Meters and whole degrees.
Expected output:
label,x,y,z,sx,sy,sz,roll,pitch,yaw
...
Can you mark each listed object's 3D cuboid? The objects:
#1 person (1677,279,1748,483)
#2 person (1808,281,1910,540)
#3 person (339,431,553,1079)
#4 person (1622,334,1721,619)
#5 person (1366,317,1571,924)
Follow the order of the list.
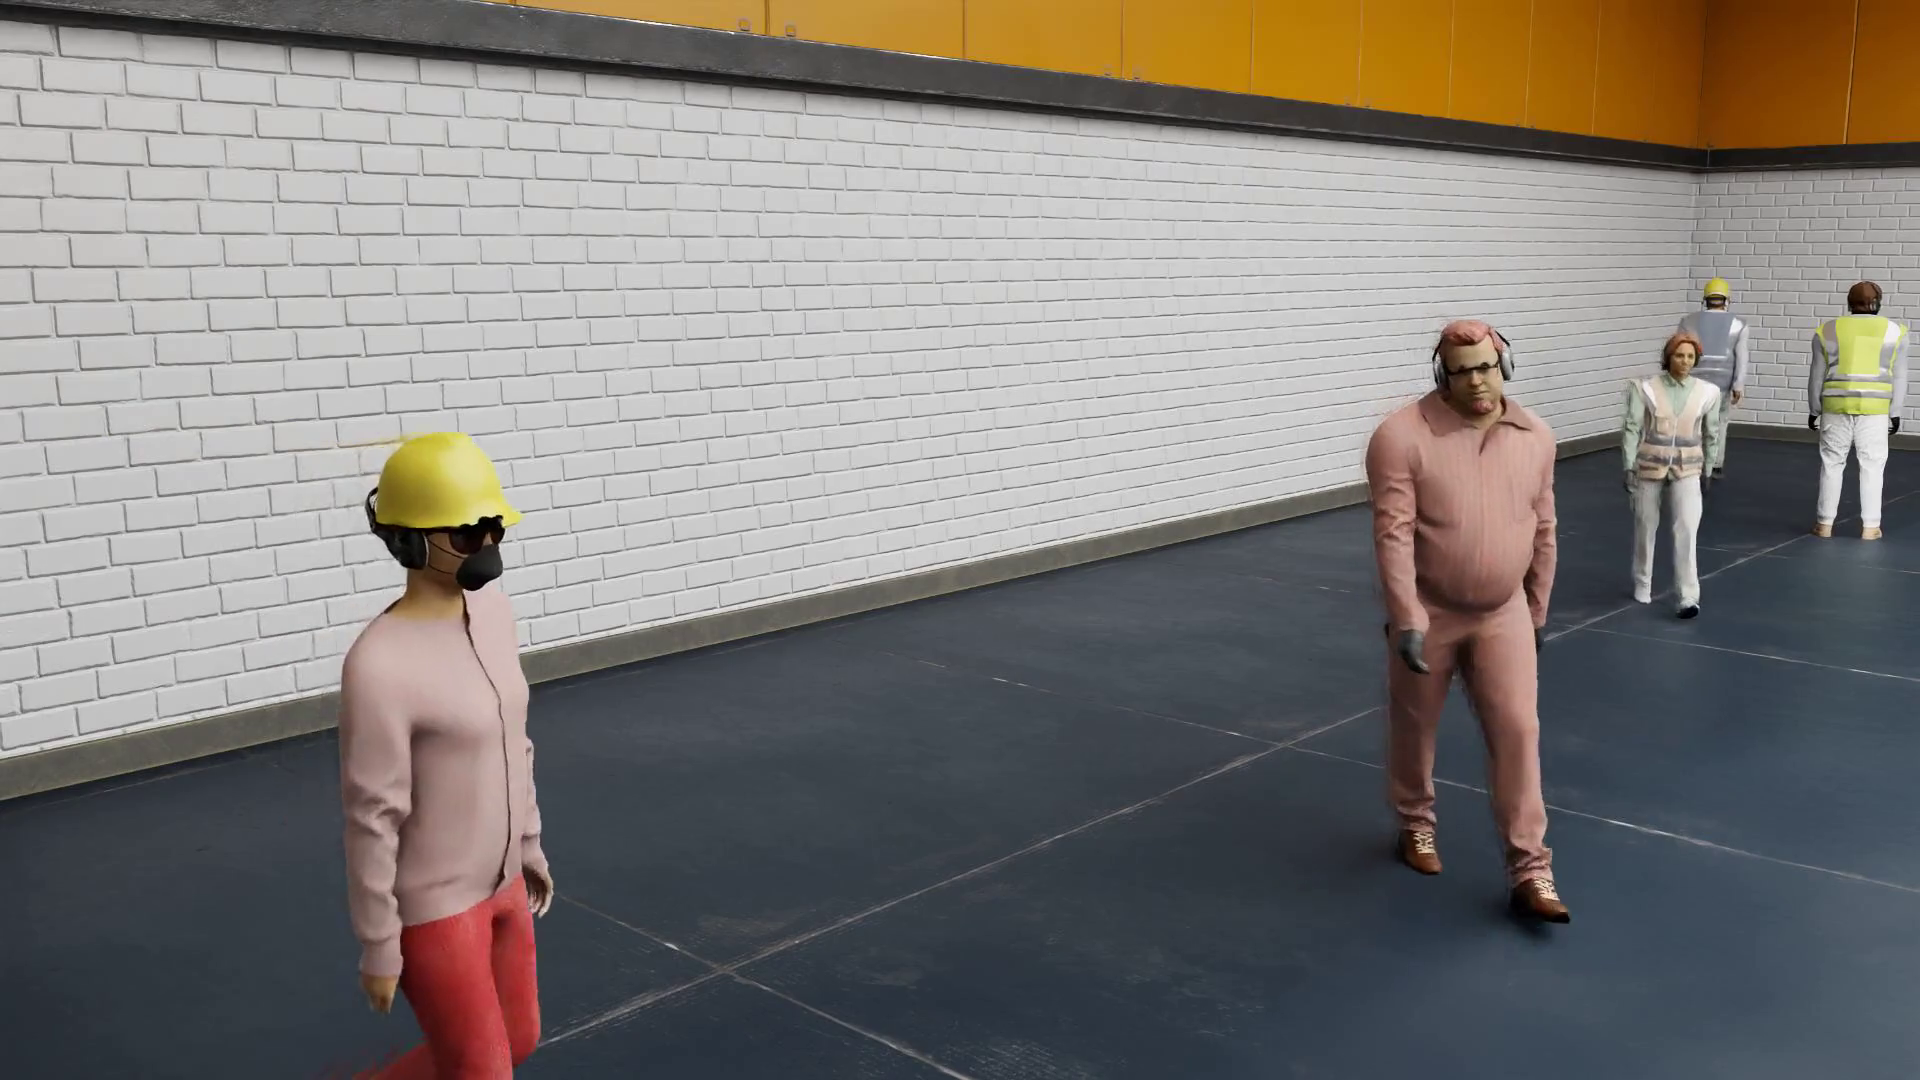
label,x,y,z,sx,sy,sz,roll,pitch,yaw
person,6.695,-1.426,14.901,0.593,1.797,0.810,4,11,21
person,6.407,-0.923,11.911,0.624,1.841,0.430,5,11,28
person,-1.029,0.656,3.160,0.625,1.752,0.522,2,10,11
person,4.024,-0.365,9.441,0.521,1.591,0.874,3,10,15
person,1.612,0.244,5.218,0.657,1.851,0.988,-1,10,-5
